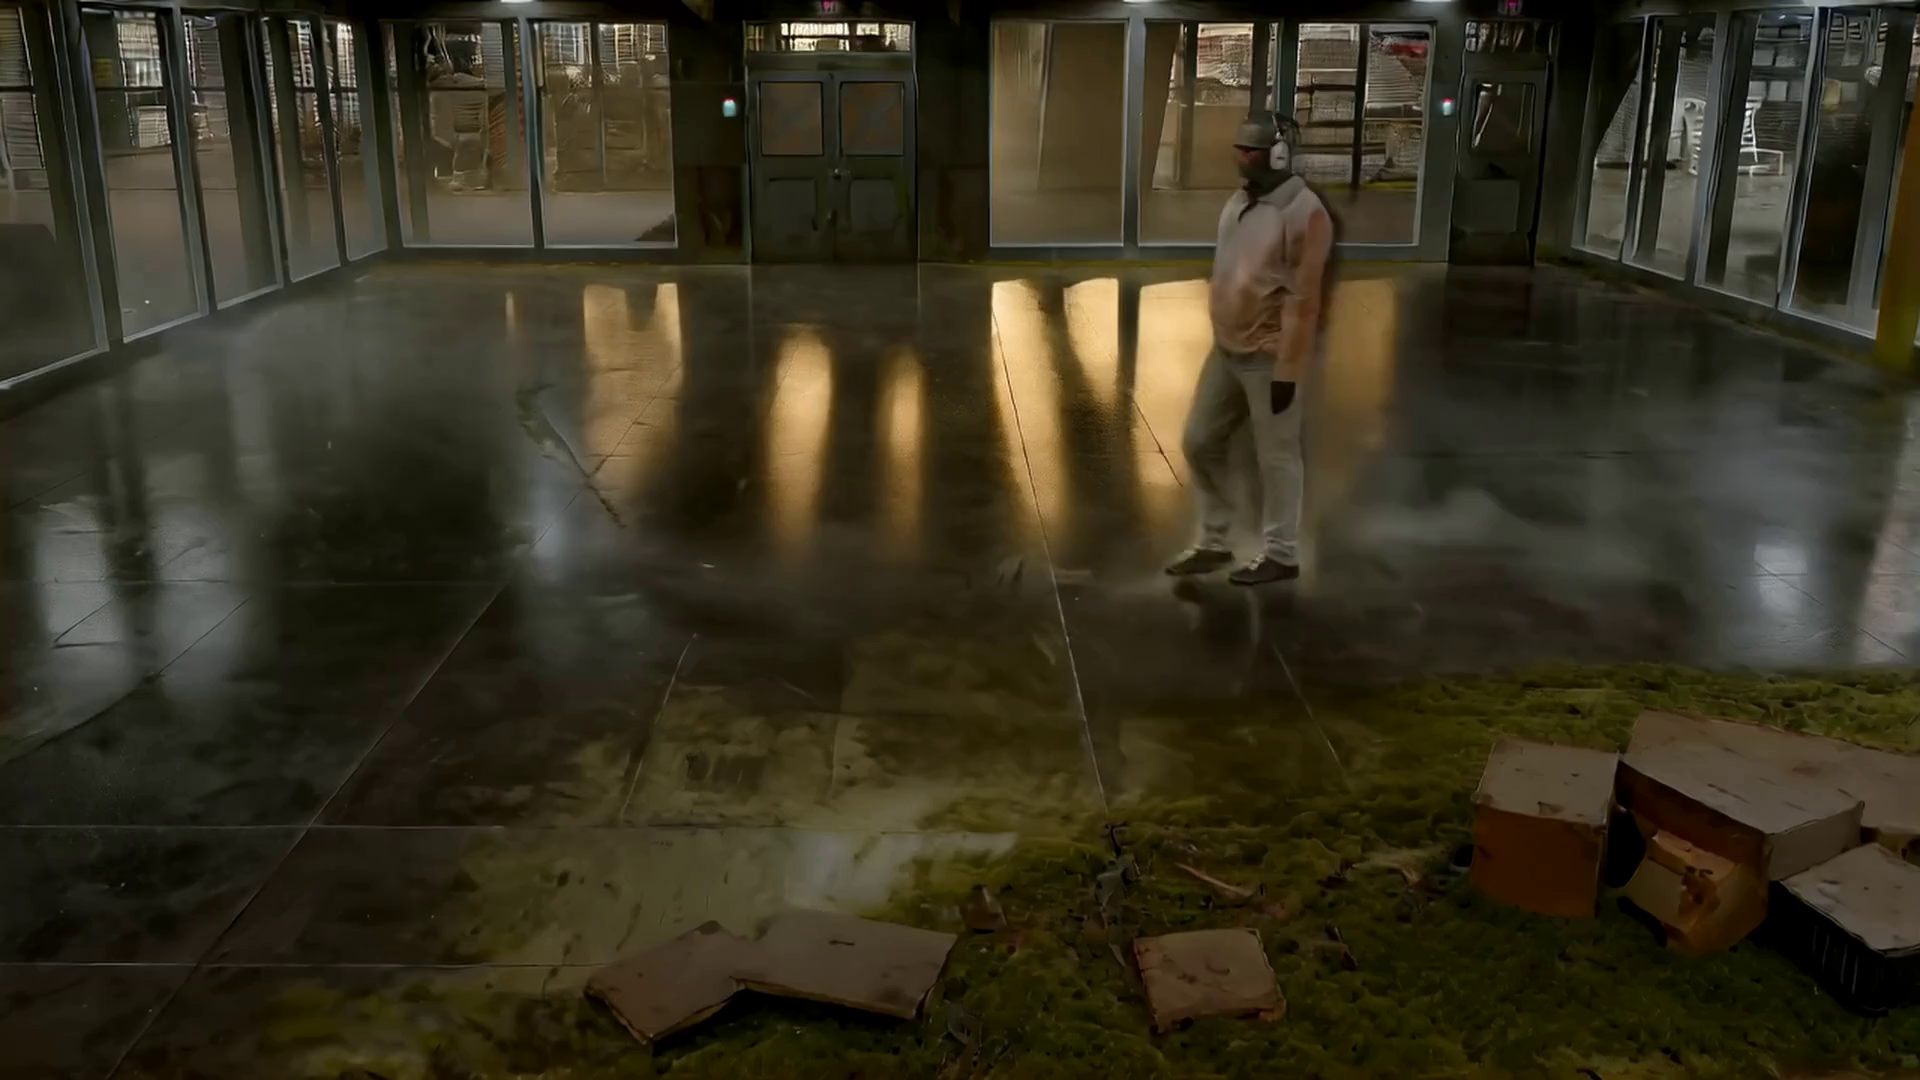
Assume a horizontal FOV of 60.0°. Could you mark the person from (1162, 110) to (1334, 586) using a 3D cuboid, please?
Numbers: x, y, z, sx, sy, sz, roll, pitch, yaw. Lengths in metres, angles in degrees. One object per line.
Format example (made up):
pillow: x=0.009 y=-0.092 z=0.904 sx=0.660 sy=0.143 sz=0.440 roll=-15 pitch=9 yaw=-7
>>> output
person: x=1.097 y=-0.720 z=6.576 sx=0.656 sy=1.887 sz=0.673 roll=-7 pitch=18 yaw=-23
